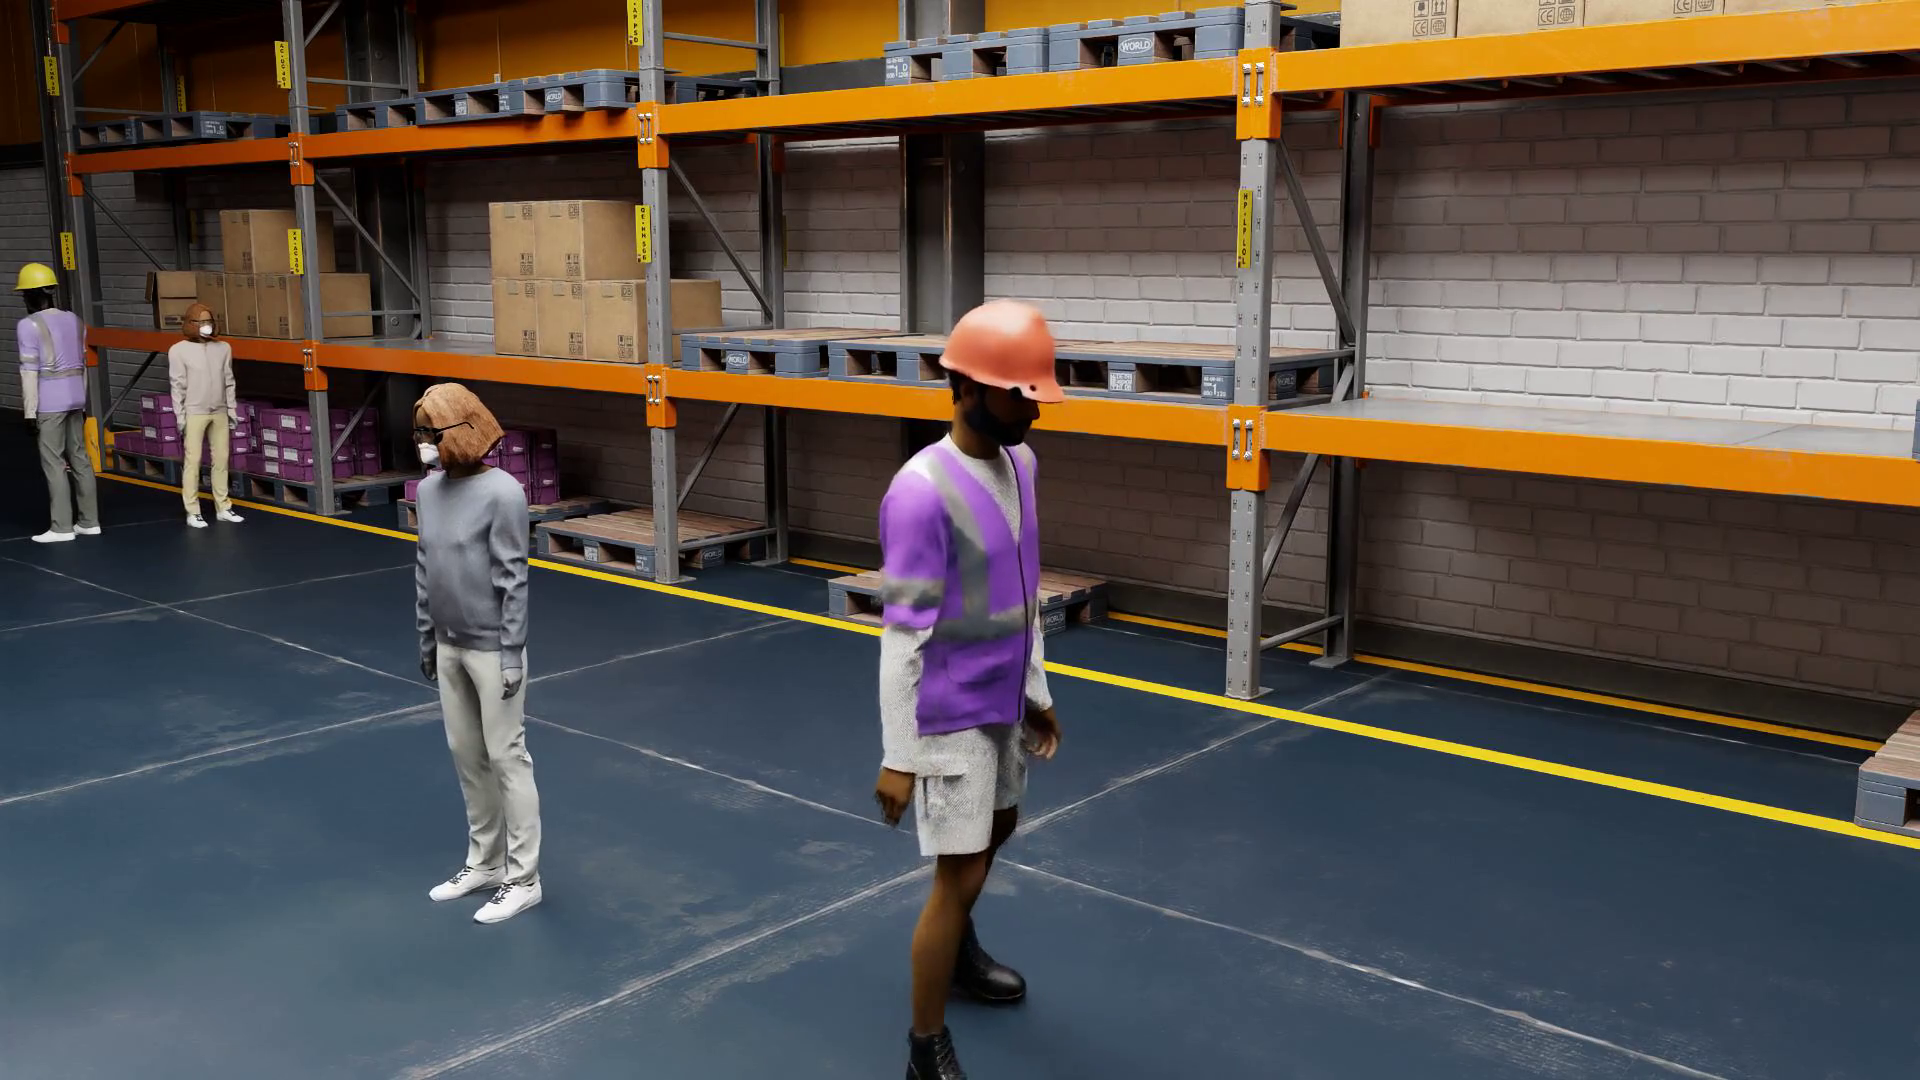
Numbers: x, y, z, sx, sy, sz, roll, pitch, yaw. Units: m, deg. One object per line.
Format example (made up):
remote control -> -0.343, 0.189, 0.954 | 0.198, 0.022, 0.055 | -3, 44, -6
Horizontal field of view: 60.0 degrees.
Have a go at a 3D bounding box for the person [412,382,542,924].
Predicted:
person -> -1.491, 0.335, 5.067 | 0.503, 1.623, 0.299 | 7, 12, 37

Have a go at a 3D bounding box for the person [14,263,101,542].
person -> -6.268, -0.942, 11.500 | 0.397, 1.918, 0.588 | 2, 10, 11

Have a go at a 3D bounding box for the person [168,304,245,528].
person -> -5.498, -0.904, 12.119 | 0.282, 1.626, 0.491 | 6, 12, 31

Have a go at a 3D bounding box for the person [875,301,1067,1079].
person -> 0.019, 0.382, 4.022 | 0.582, 1.902, 0.790 | 5, 11, 28
